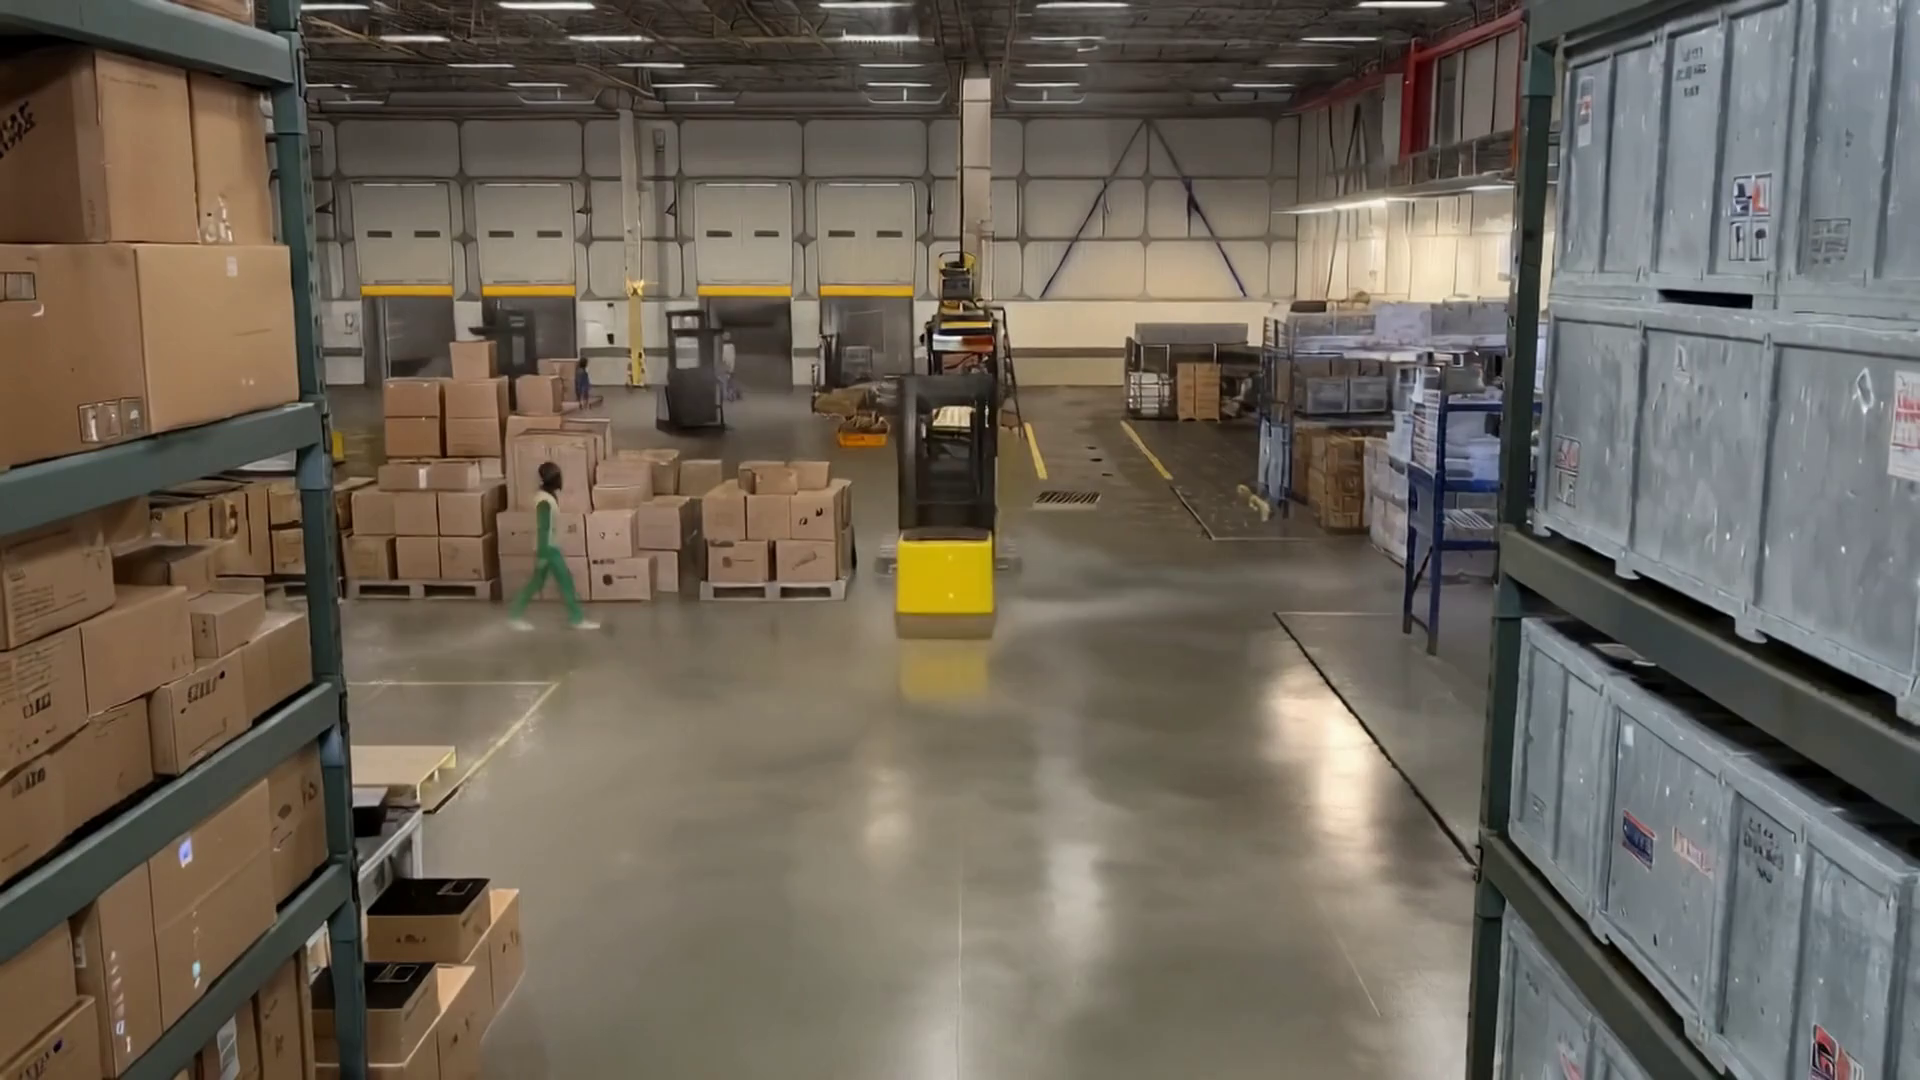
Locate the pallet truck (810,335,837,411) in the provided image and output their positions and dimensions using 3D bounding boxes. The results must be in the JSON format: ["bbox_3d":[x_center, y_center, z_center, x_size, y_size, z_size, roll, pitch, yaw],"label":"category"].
[{"bbox_3d":[-3.021,-4.312,43.126,1.885,1.965,0.823,3,10,17],"label":"pallet truck"}]

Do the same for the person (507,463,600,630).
[{"bbox_3d":[-4.507,0.081,18.163,0.976,1.875,0.603,-2,10,-13],"label":"person"}]

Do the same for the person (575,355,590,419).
[{"bbox_3d":[-8.109,-3.014,35.825,0.372,1.934,0.627,-2,10,-13],"label":"person"}]

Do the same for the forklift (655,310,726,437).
[{"bbox_3d":[-6.209,-3.840,37.859,1.129,2.768,1.873,-5,11,-27],"label":"forklift"}]

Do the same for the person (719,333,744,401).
[{"bbox_3d":[-6.342,-4.781,46.065,0.805,1.919,0.542,5,11,24],"label":"person"}]

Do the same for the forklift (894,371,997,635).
[{"bbox_3d":[-0.154,-0.472,18.423,1.129,2.768,1.873,0,10,1],"label":"forklift"}]

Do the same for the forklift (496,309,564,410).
[{"bbox_3d":[-10.113,-3.891,38.150,1.873,2.768,1.129,6,12,31],"label":"forklift"}]

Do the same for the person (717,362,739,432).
[{"bbox_3d":[-5.384,-3.285,38.262,0.495,1.624,0.533,-2,10,-10],"label":"person"}]
